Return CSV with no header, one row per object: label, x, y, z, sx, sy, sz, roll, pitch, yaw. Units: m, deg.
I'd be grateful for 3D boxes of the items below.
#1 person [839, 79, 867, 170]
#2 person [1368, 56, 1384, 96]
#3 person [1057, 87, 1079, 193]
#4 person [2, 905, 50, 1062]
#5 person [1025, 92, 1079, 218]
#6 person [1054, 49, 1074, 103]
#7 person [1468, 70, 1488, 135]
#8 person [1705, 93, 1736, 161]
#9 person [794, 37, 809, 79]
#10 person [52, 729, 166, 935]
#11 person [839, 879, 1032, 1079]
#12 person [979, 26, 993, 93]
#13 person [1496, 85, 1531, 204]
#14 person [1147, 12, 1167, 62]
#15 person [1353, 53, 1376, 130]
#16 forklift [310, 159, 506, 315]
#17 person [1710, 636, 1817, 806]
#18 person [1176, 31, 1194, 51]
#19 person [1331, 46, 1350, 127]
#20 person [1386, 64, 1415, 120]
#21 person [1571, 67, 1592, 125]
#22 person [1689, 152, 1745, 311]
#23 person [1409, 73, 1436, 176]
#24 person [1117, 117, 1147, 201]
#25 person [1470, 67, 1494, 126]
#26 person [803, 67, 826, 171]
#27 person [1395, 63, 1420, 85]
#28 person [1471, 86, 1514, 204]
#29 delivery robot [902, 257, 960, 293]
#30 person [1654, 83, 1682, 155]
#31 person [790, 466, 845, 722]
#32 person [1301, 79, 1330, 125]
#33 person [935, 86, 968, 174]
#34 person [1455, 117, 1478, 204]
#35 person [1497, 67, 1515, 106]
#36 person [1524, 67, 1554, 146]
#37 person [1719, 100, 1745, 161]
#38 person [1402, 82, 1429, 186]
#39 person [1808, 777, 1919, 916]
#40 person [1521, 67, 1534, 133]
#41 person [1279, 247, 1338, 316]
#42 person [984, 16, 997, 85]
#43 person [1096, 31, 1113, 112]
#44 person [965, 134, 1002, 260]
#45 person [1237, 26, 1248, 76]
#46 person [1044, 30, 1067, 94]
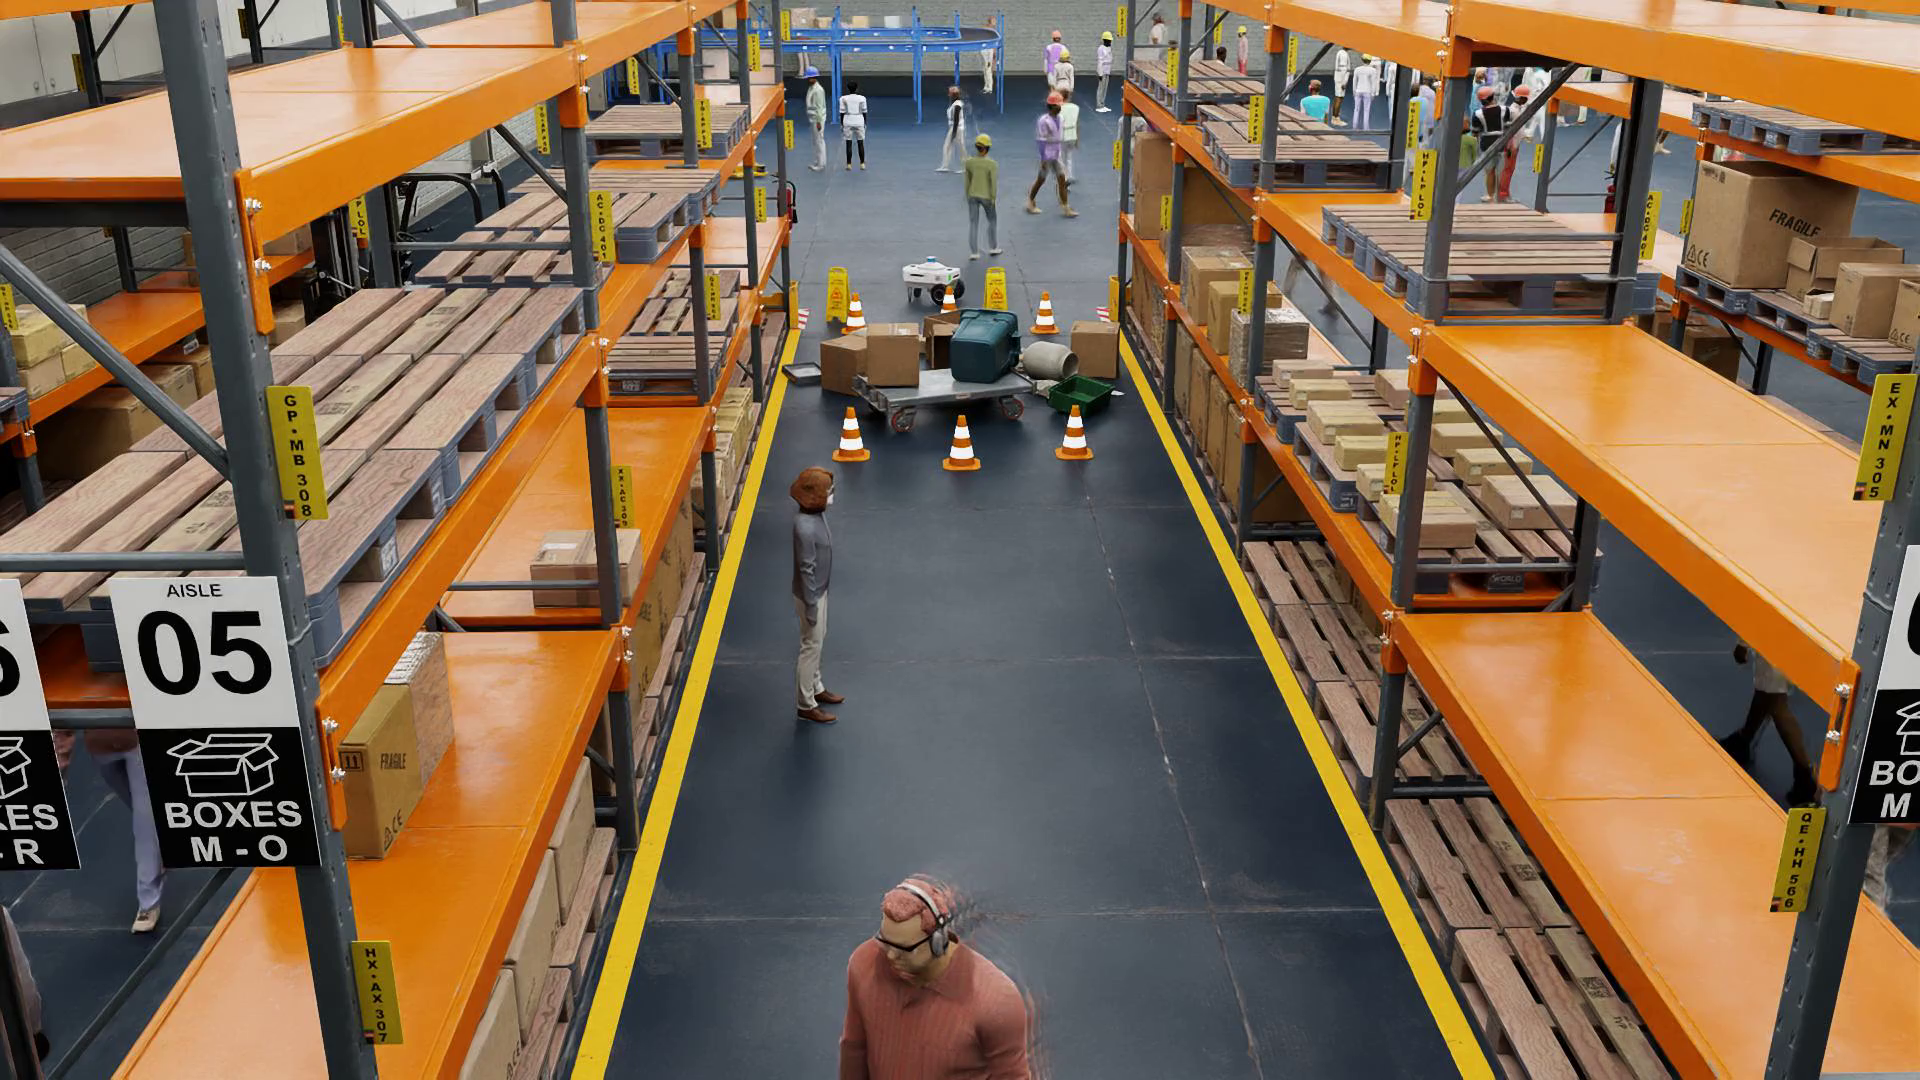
person,-2.036,-7.928,31.787,0.535,1.697,0.321,-2,21,-7
person,11.113,-12.758,44.638,0.521,1.636,0.311,1,21,4
person,1.857,-6.987,29.127,0.577,1.826,0.465,-12,24,-29
person,-3.636,1.768,6.080,0.572,1.749,0.341,-1,21,-3
person,1.473,-6.231,26.910,1.059,1.990,0.633,19,28,40
person,2.381,-10.306,38.005,0.488,1.746,0.287,10,23,25
person,10.867,-9.035,34.857,0.315,1.595,0.668,12,24,29
person,14.438,-7.947,31.681,0.571,1.815,0.823,14,25,33
person,-4.708,-14.718,49.321,0.382,1.995,0.612,13,24,30
person,-4.090,1.018,8.109,0.539,1.719,0.899,-2,21,-6
person,-0.088,1.927,5.463,0.696,1.888,0.488,13,24,31
person,0.717,-13.100,45.377,0.333,1.749,0.574,-6,22,-16
person,9.333,-6.660,28.045,0.410,1.981,0.626,9,23,23
person,5.540,-13.922,47.151,0.601,2.000,0.689,16,26,35
person,9.000,-9.962,37.067,0.526,1.768,0.331,15,25,34
forklift,-5.622,-2.910,17.832,2.313,2.155,1.214,-1,21,-1
person,4.621,0.511,9.209,0.553,1.906,0.922,-7,22,-17
person,5.725,-11.778,41.707,0.421,1.893,0.643,-16,26,-36
person,8.825,-10.587,38.333,0.396,2.042,0.610,2,21,4
person,9.673,-9.831,36.603,0.588,1.845,0.925,5,21,14
person,14.481,-10.477,38.627,0.295,1.623,0.507,13,24,30
person,9.433,-3.721,20.296,0.855,1.972,0.612,9,23,23
person,8.618,-7.720,30.905,0.372,1.938,0.630,-6,21,-14
person,2.936,-6.666,28.408,0.491,1.732,0.324,4,21,11
person,11.848,-10.261,37.671,0.401,1.908,0.596,-6,22,-16
person,-2.775,-8.027,31.743,0.437,1.933,0.622,-7,22,-17
person,10.050,-10.174,37.487,0.568,1.876,0.360,5,21,14
person,8.829,-6.545,27.738,0.701,1.975,0.818,-1,21,-1
delivery robot,-0.370,-3.362,21.176,0.707,0.478,0.477,9,23,23
person,14.368,-8.814,33.678,0.675,2.018,0.529,-14,25,-33
person,-0.874,0.324,10.079,0.294,1.623,0.507,1,21,2
person,6.405,-7.395,30.165,0.565,1.849,0.388,-6,21,-15
person,-0.162,-7.698,31.284,0.756,1.605,0.536,-5,21,-12
person,8.069,-6.011,26.861,0.521,1.582,0.872,8,22,20
person,12.605,-10.538,38.355,0.376,1.936,0.627,6,22,16
person,12.345,-9.304,35.235,0.584,1.838,0.979,-9,23,-22
person,13.612,-7.033,29.177,0.582,1.878,0.342,18,27,39
person,8.101,-7.295,29.931,0.653,1.826,0.461,-12,24,-29
person,4.231,1.211,7.747,0.545,1.598,0.808,-1,21,-2
person,12.732,-9.995,37.332,0.308,1.640,0.511,7,22,18
person,4.212,-3.683,20.318,1.010,1.871,0.687,13,24,30
person,0.887,-13.957,47.433,0.403,1.905,0.652,-6,22,-16
person,3.584,-11.548,41.035,0.385,1.925,0.592,10,23,25
person,0.332,-4.899,23.714,0.538,1.742,0.728,8,22,21
person,7.679,-13.109,45.390,0.329,1.765,0.533,-3,21,-8
person,2.382,-11.765,41.640,0.563,1.908,0.819,0,21,1
